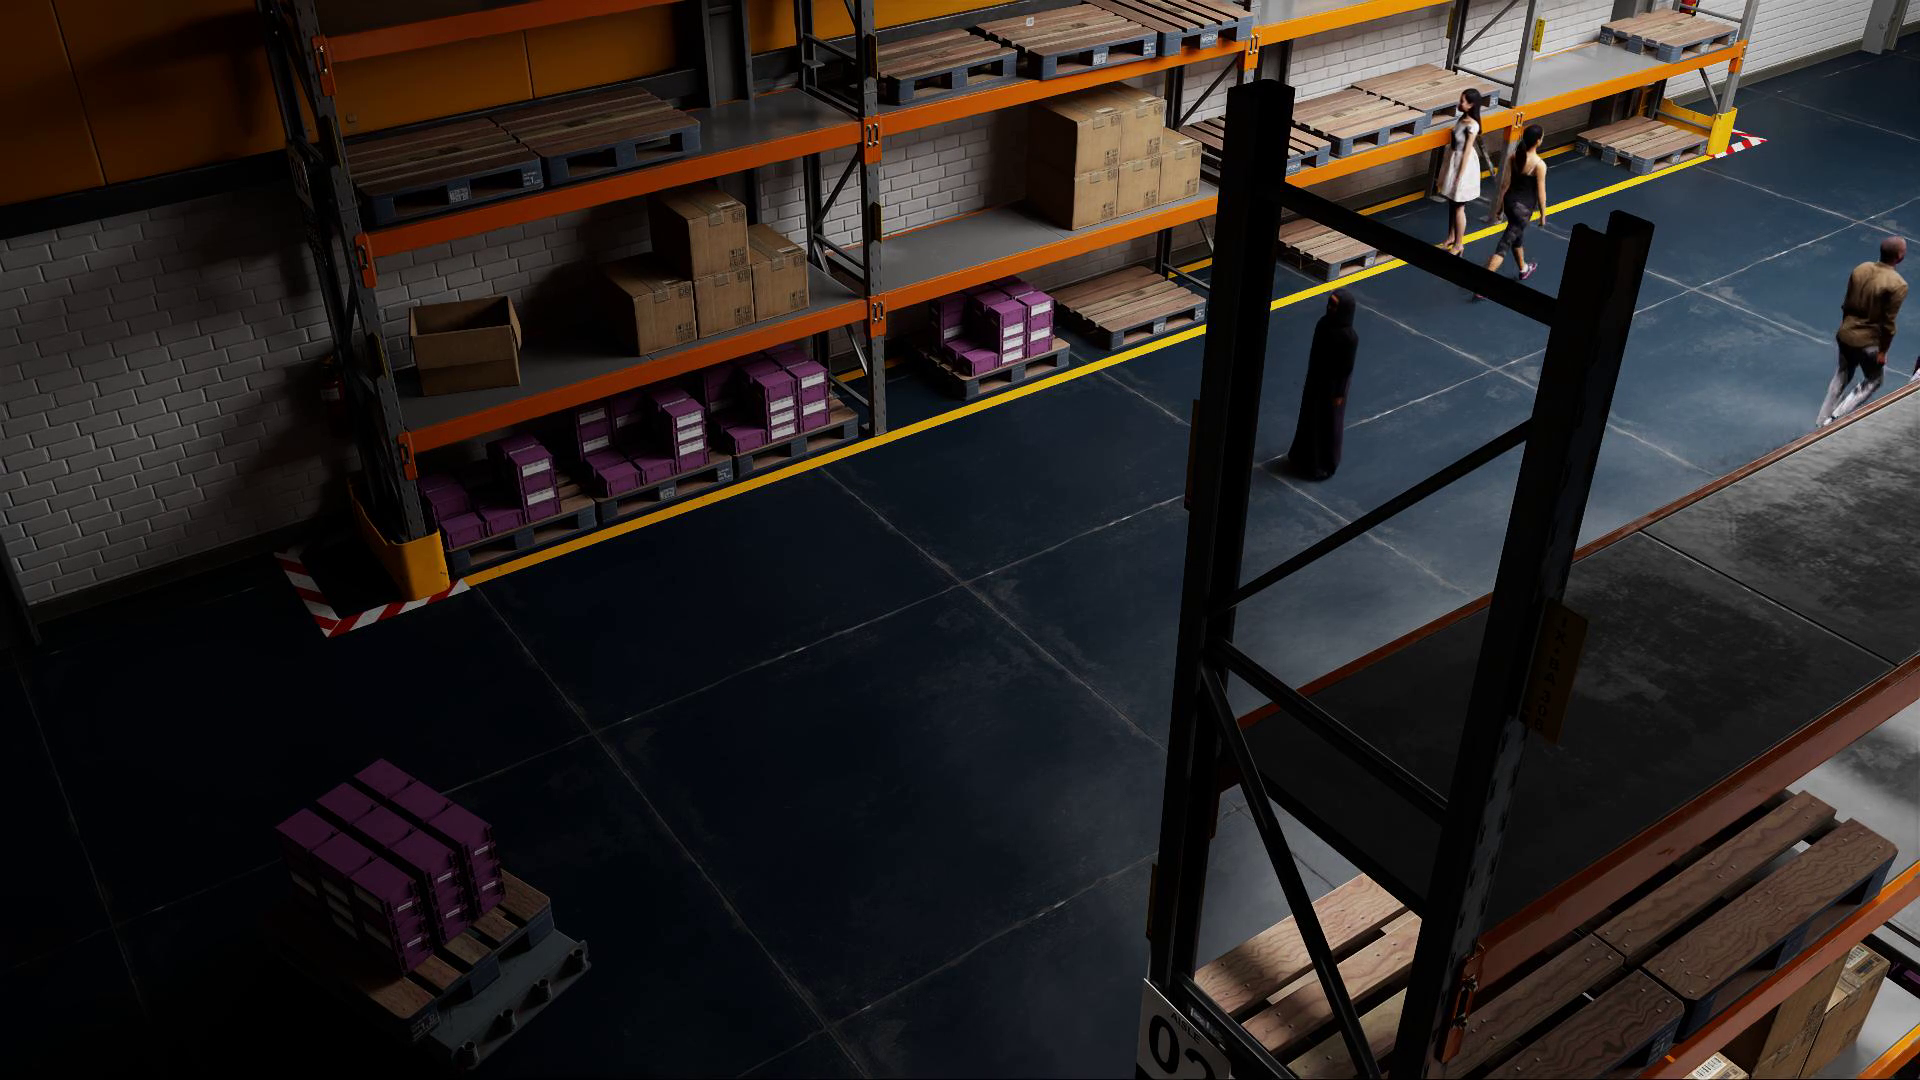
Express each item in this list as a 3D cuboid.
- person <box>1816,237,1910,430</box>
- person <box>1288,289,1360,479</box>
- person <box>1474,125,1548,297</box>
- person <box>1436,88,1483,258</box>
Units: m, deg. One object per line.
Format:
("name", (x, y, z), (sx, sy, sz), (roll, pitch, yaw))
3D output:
("person", (7.419, -1.636, 13.787), (0.757, 1.813, 0.822), (-10, 35, -15))
("person", (2.978, -1.283, 13.436), (0.632, 1.613, 0.637), (-15, 36, -21))
("person", (5.368, -3.156, 16.195), (1.142, 1.678, 0.606), (-22, 40, -30))
("person", (5.105, -3.738, 16.990), (0.823, 1.769, 0.783), (1, 34, 1))
